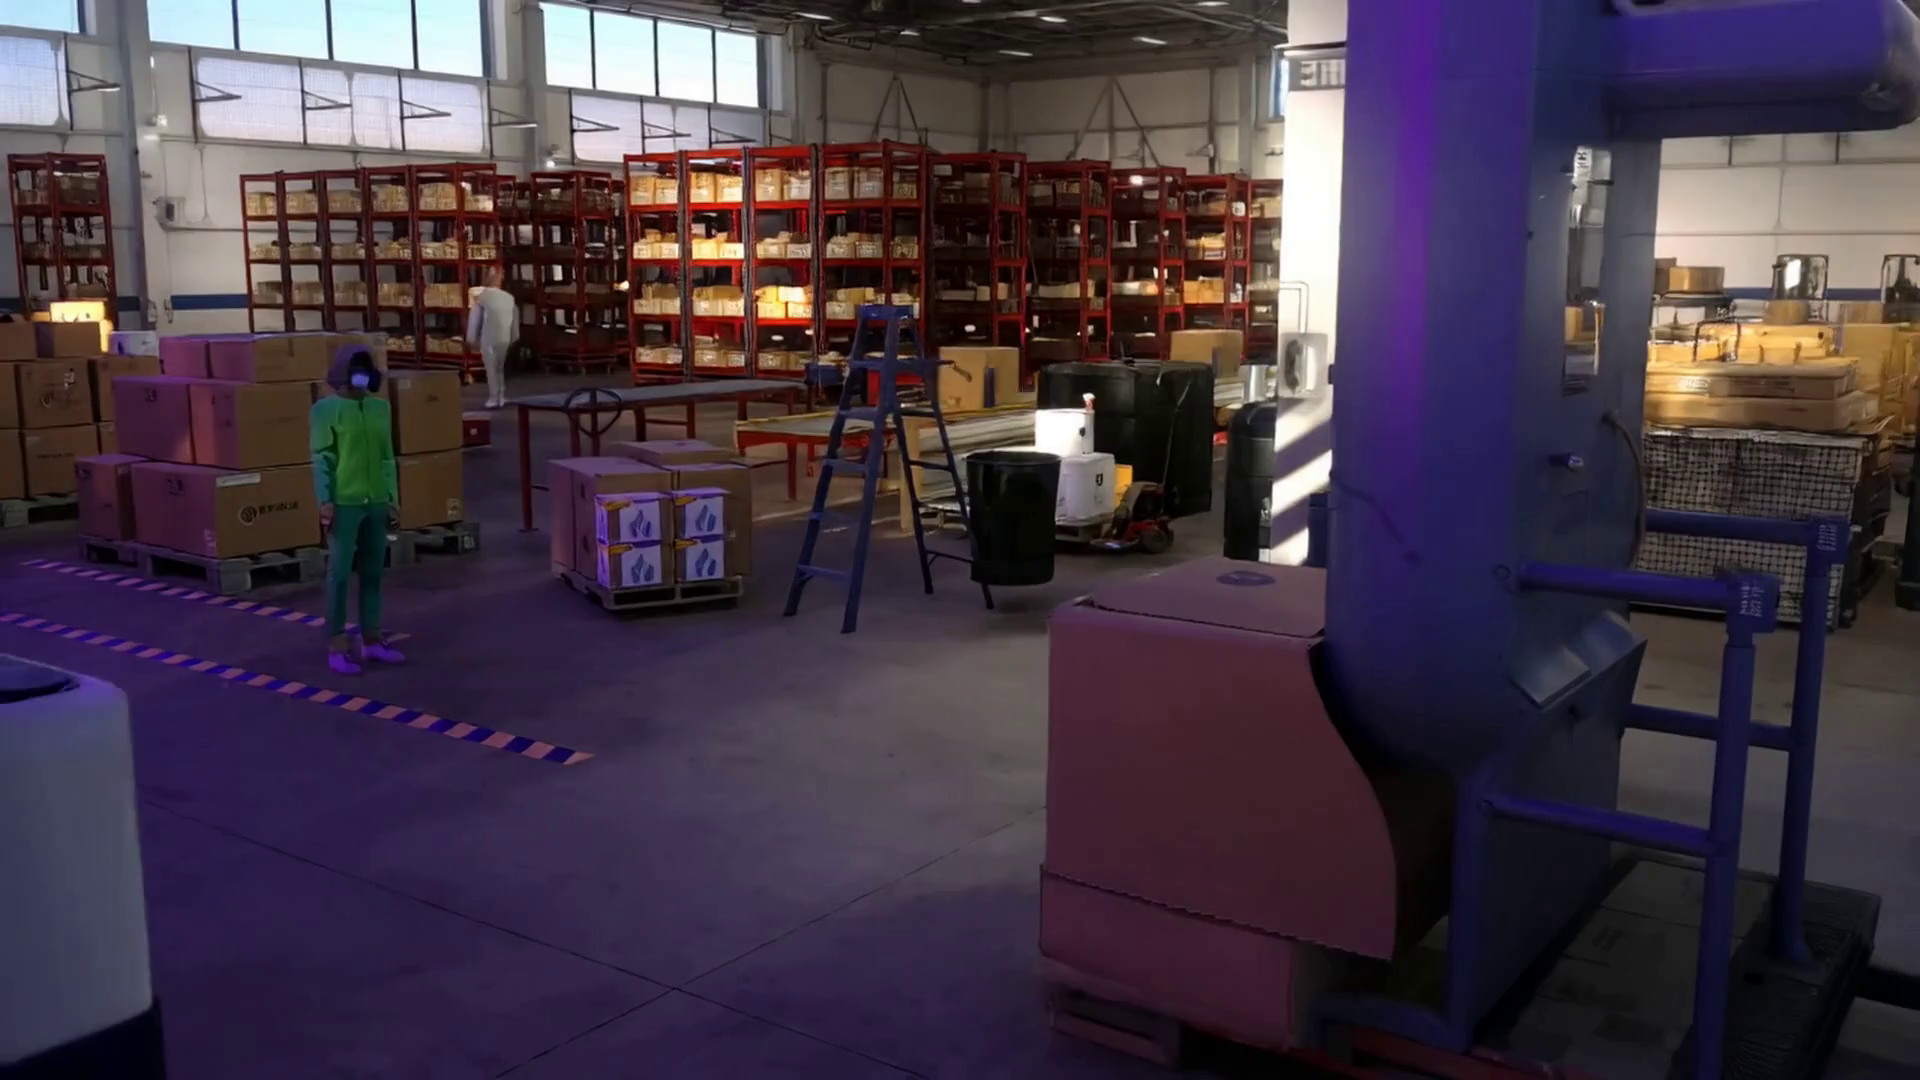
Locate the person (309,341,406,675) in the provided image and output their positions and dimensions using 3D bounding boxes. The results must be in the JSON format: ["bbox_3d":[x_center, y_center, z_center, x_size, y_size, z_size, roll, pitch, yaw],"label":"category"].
[{"bbox_3d":[-2.971,-0.165,8.233,0.283,1.631,0.503,5,11,27],"label":"person"}]

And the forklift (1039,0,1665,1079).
[{"bbox_3d":[1.249,-0.137,4.360,1.873,2.768,1.129,7,12,35],"label":"forklift"}]

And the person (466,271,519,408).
[{"bbox_3d":[-6.464,-2.763,22.974,0.497,1.875,0.758,8,13,40],"label":"person"}]

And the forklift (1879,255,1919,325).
[{"bbox_3d":[22.089,-5.634,38.796,1.157,1.987,2.680,6,11,33],"label":"forklift"}]

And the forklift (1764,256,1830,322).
[{"bbox_3d":[20.253,-5.854,40.139,1.157,1.987,2.680,7,12,35],"label":"forklift"}]

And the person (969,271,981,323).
[{"bbox_3d":[0.519,-4.863,35.696,0.597,1.794,0.938,7,12,36],"label":"person"}]

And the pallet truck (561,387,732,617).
[{"bbox_3d":[-1.981,-0.274,10.088,0.680,1.201,1.601,-5,11,-28],"label":"pallet truck"}]

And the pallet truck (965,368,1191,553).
[{"bbox_3d":[0.845,-0.609,11.869,1.630,1.274,0.653,7,12,35],"label":"pallet truck"}]

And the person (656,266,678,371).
[{"bbox_3d":[-5.383,-4.100,30.592,0.380,1.995,0.611,-5,11,-30],"label":"person"}]
